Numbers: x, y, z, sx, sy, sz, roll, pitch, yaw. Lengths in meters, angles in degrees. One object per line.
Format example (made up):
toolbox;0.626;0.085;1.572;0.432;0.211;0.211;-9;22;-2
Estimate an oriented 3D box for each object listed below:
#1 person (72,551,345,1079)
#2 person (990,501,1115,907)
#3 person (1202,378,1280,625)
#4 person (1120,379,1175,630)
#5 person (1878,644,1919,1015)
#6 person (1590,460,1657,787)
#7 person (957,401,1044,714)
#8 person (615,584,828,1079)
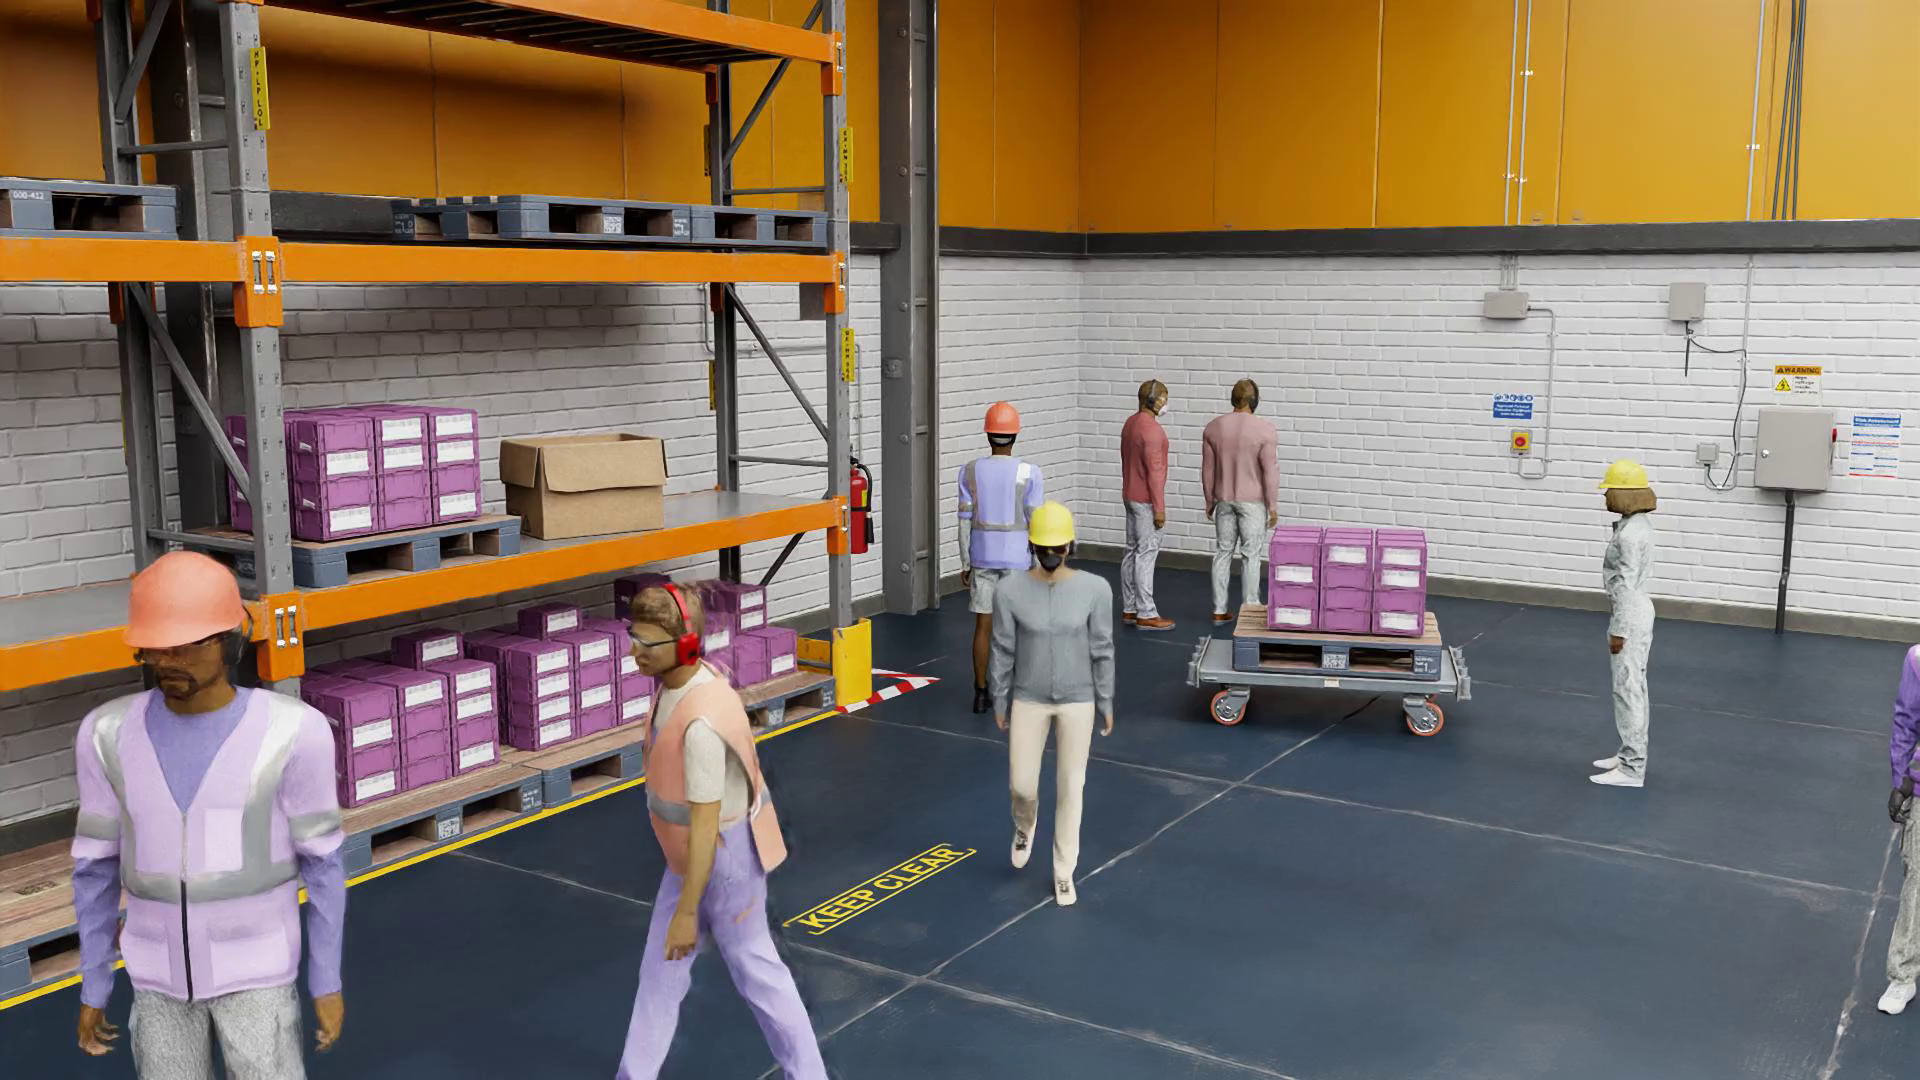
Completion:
person;-1.818;1.032;4.029;0.622;2.041;0.387;0;9;-3
person;0.400;0.688;7.192;0.534;1.756;0.475;0;9;1
person;2.174;-0.282;12.882;0.635;1.936;0.355;7;11;36
person;1.439;-0.275;12.857;0.370;1.934;0.627;-2;9;-14
person;3.606;0.935;5.950;0.514;1.636;0.314;6;11;35
person;3.534;0.437;8.878;0.337;1.735;0.485;4;10;26
person;0.262;0.118;10.269;0.552;1.942;0.343;2;9;14
person;-0.791;1.002;5.016;0.919;1.788;0.589;-4;10;-24
